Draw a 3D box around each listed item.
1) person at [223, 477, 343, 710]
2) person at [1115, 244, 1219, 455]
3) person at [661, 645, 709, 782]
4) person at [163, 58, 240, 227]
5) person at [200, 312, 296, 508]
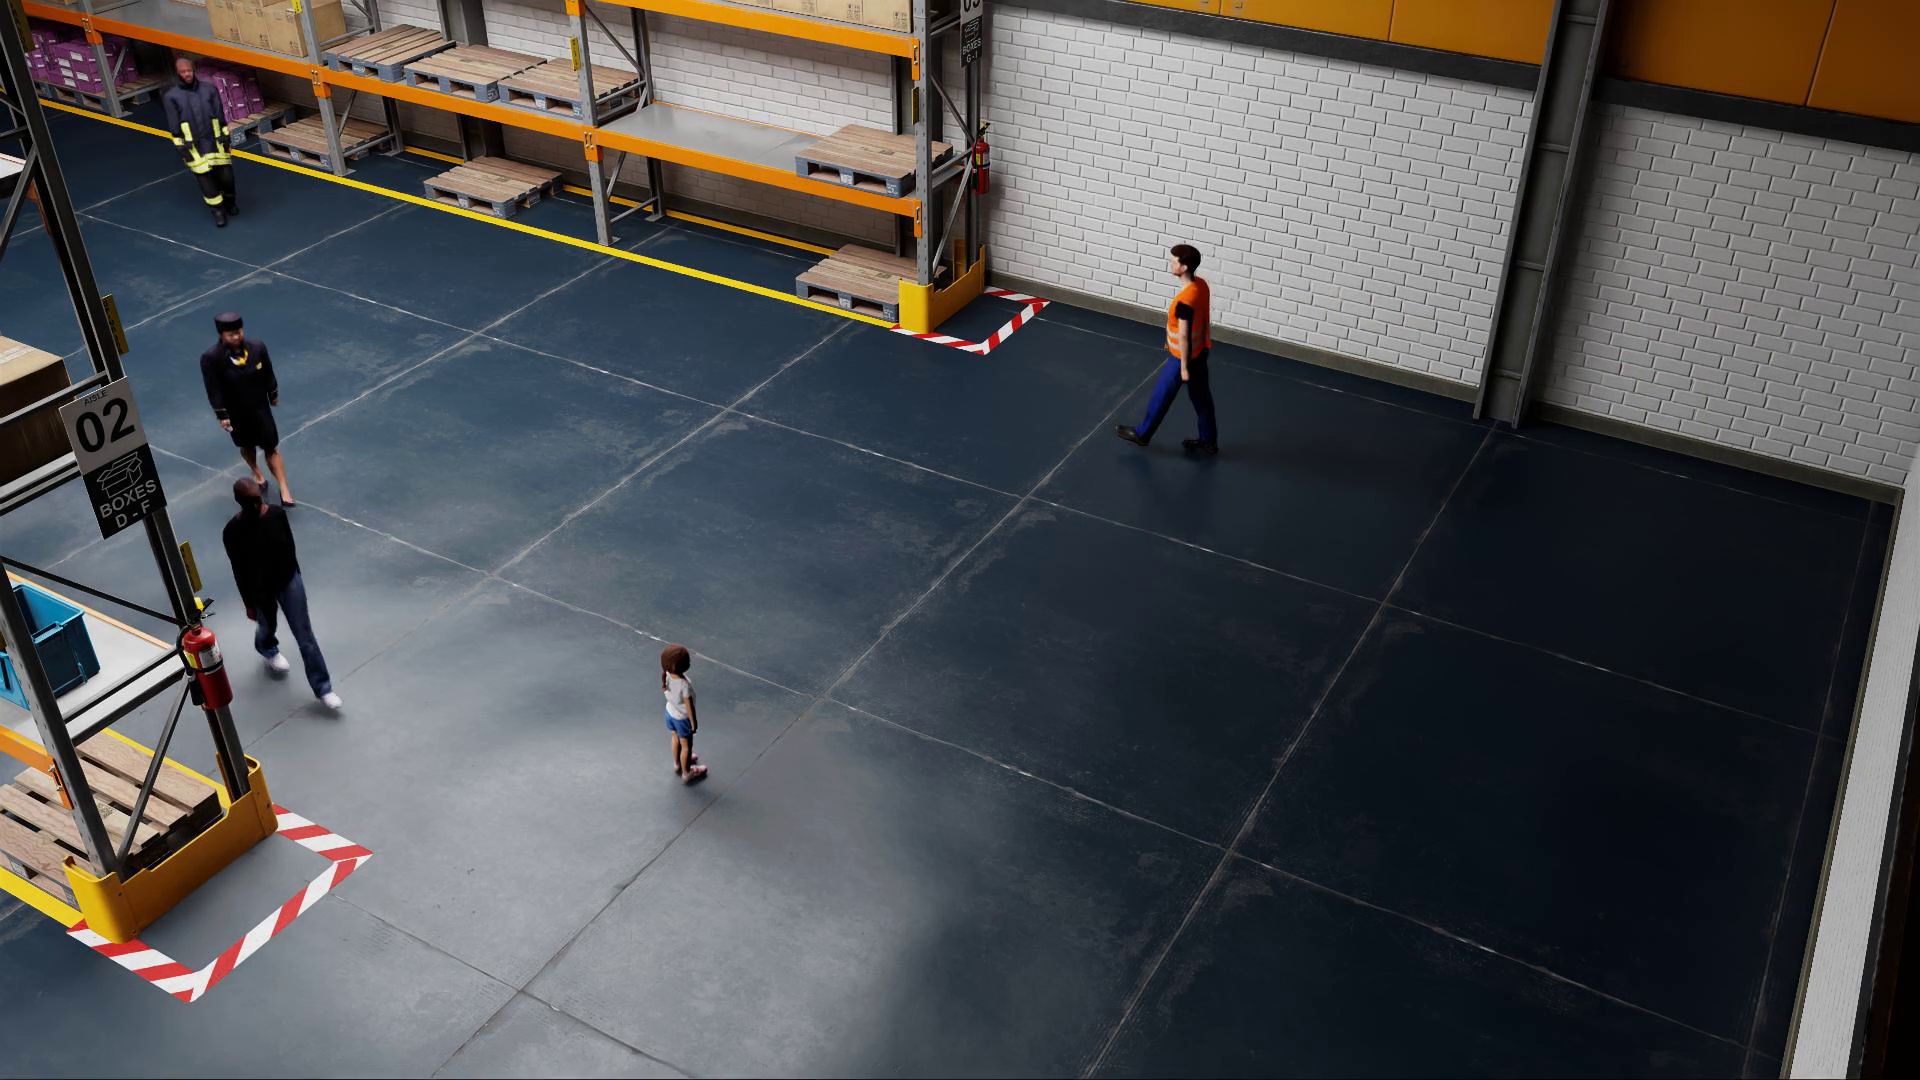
[{"bbox_3d":[-4.629,0.290,11.078,1.223,1.707,0.819,28,43,35],"label":"person"},{"bbox_3d":[1.962,-1.516,13.669,1.124,1.847,0.759,15,36,21],"label":"person"},{"bbox_3d":[-1.772,1.077,10.515,0.524,1.019,0.432,-25,41,-32],"label":"person"},{"bbox_3d":[-8.173,-4.312,17.907,0.931,1.812,0.994,-17,37,-24],"label":"person"},{"bbox_3d":[-5.675,-1.064,13.186,0.998,1.630,1.175,-19,38,-26],"label":"person"}]
